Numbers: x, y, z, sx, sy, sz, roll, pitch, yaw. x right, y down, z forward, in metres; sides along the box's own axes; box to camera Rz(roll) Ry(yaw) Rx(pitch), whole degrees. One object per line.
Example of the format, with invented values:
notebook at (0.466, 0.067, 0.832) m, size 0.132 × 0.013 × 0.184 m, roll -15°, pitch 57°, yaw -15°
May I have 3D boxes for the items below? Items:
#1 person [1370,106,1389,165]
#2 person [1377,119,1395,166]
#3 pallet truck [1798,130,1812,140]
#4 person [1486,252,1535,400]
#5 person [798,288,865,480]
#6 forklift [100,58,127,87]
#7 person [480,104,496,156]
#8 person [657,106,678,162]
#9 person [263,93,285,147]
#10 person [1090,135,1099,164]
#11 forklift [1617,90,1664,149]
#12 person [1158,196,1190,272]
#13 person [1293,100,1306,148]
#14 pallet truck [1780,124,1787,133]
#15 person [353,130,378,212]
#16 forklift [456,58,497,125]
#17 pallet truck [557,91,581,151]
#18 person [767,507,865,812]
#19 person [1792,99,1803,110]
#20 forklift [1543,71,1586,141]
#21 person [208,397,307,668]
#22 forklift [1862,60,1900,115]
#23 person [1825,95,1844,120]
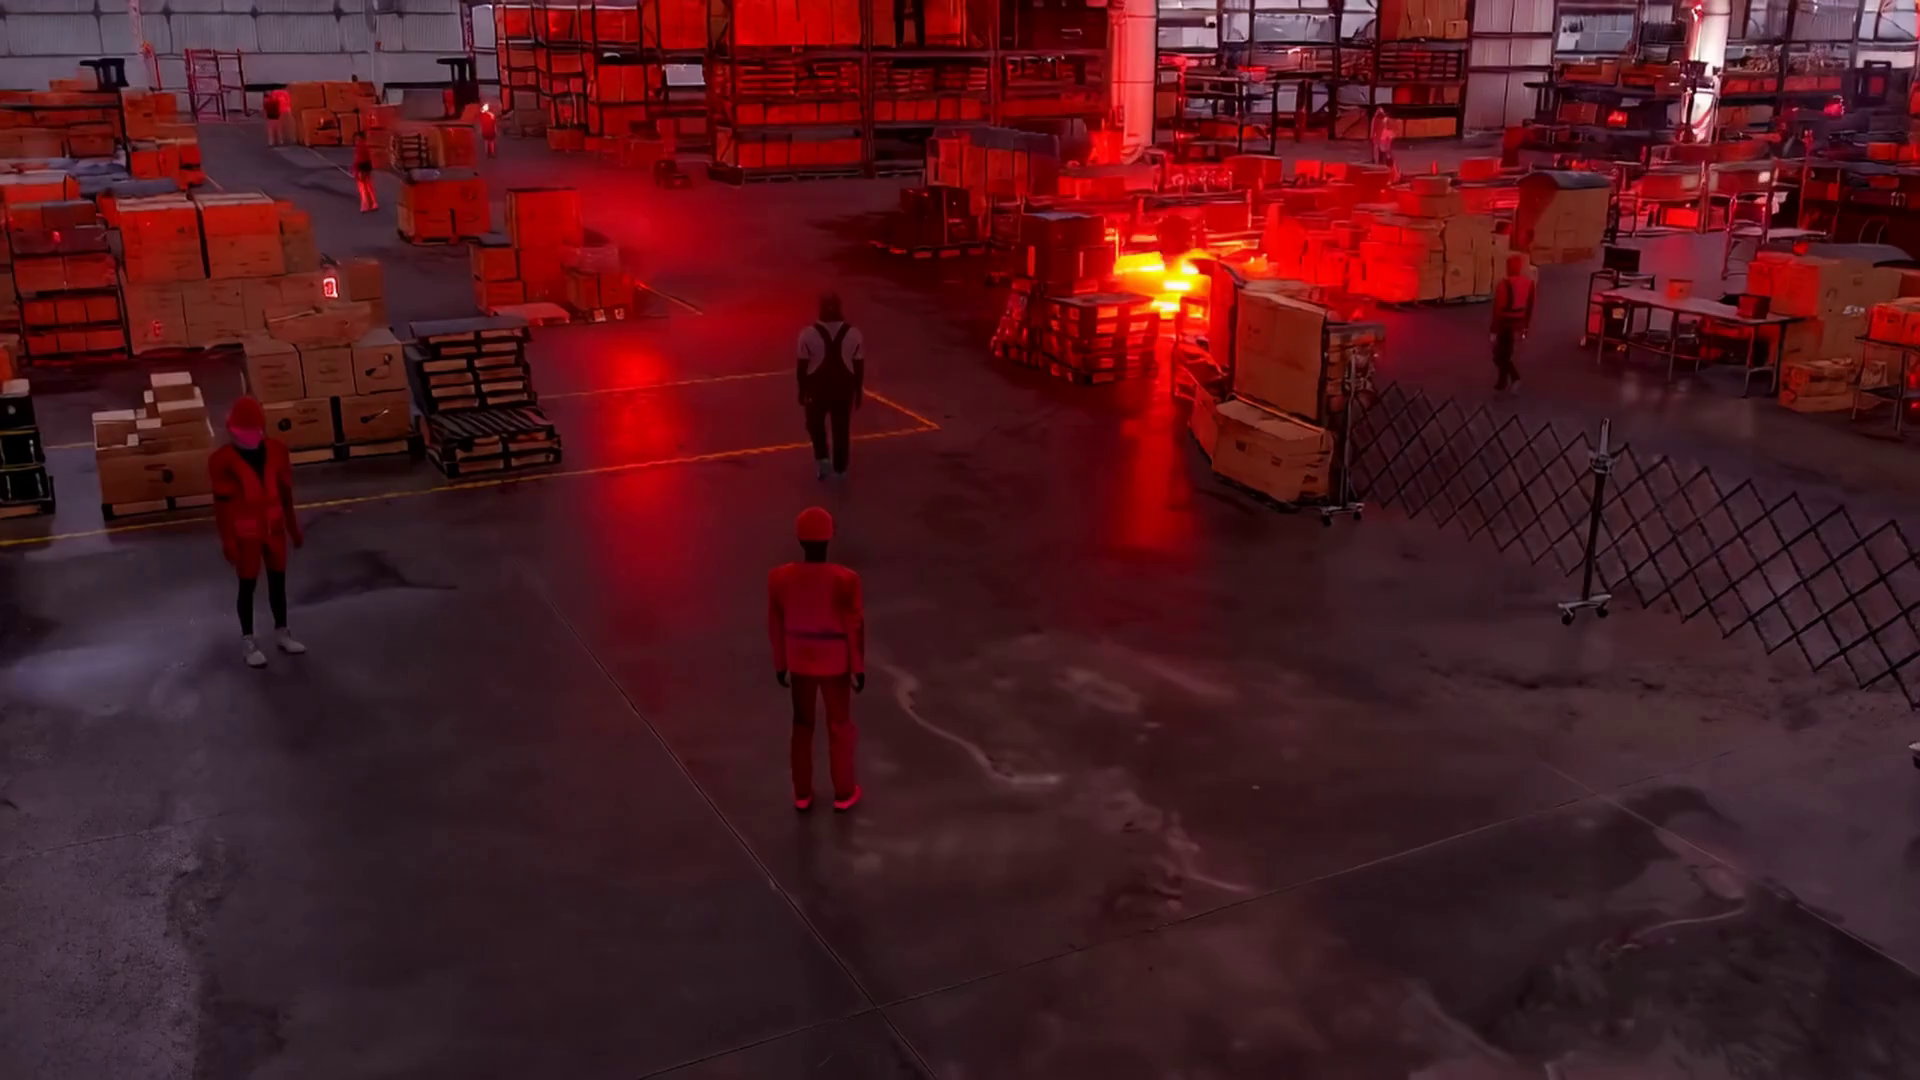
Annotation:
person at (12.602, -12.091, 50.123) m, size 0.399 × 1.900 × 0.636 m, roll -14°, pitch 23°, yaw -37°
person at (12.178, -11.218, 47.739) m, size 0.521 × 1.673 × 0.548 m, roll -8°, pitch 20°, yaw -24°
pallet truck at (25.526, -11.556, 49.408) m, size 1.630 × 1.274 × 0.653 m, roll -9°, pitch 20°, yaw -26°
person at (6.893, -2.654, 20.747) m, size 0.590 × 1.864 × 0.652 m, roll -8°, pitch 20°, yaw -24°
person at (-1.337, -1.608, 17.201) m, size 0.701 × 2.000 × 0.551 m, roll -4°, pitch 18°, yaw -13°
forklift at (-33.134, -17.500, 65.392) m, size 1.129 × 2.768 × 1.873 m, roll 7°, pitch 19°, yaw 21°
person at (-15.668, -13.611, 55.229) m, size 0.540 × 1.667 × 0.804 m, roll -3°, pitch 18°, yaw -10°
person at (-8.672, -11.877, 49.359) m, size 0.631 × 1.951 × 0.430 m, roll -13°, pitch 22°, yaw -35°
person at (-24.154, -14.778, 58.538) m, size 1.005 × 1.877 × 0.591 m, roll 17°, pitch 24°, yaw 42°
person at (3.430, -9.340, 41.859) m, size 0.319 × 1.698 × 0.532 m, roll 1°, pitch 18°, yaw 4°
forklift at (23.009, -14.656, 56.526) m, size 1.873 × 2.768 × 1.129 m, roll -9°, pitch 20°, yaw -26°
person at (3.406, -4.485, 26.381) m, size 0.564 × 1.914 × 0.432 m, roll 12°, pitch 22°, yaw 34°
person at (11.873, -14.512, 58.083) m, size 0.500 × 1.636 × 0.286 m, roll -9°, pitch 20°, yaw -27°
pallet truck at (25.206, -12.542, 52.601) m, size 1.601 × 1.201 × 0.680 m, roll 0°, pitch 18°, yaw -2°
person at (-14.412, -8.909, 40.164) m, size 0.426 × 1.915 × 0.616 m, roll 8°, pitch 19°, yaw 22°
forklift at (-19.308, -17.522, 65.460) m, size 1.873 × 2.768 × 1.129 m, roll 6°, pitch 19°, yaw 17°
pallet truck at (-13.495, -14.412, 57.188) m, size 0.823 × 1.965 × 1.885 m, roll -3°, pitch 18°, yaw -9°
person at (-0.857, 0.731, 10.088) m, size 0.587 × 1.930 × 0.355 m, roll 2°, pitch 18°, yaw 8°
person at (28.105, -13.885, 55.859) m, size 0.520 × 1.801 × 0.664 m, roll 7°, pitch 19°, yaw 20°
forklift at (18.685, -13.231, 52.085) m, size 1.873 × 2.768 × 1.129 m, roll -9°, pitch 20°, yaw -26°
person at (-5.215, -0.072, 12.412) m, size 0.394 × 2.040 × 0.609 m, roll 16°, pitch 24°, yaw 40°
forklift at (34.736, -16.781, 63.150) m, size 1.873 × 2.768 × 1.129 m, roll -9°, pitch 20°, yaw -26°
person at (29.741, -14.161, 56.573) m, size 1.007 × 1.894 × 0.611 m, roll -8°, pitch 20°, yaw -25°
